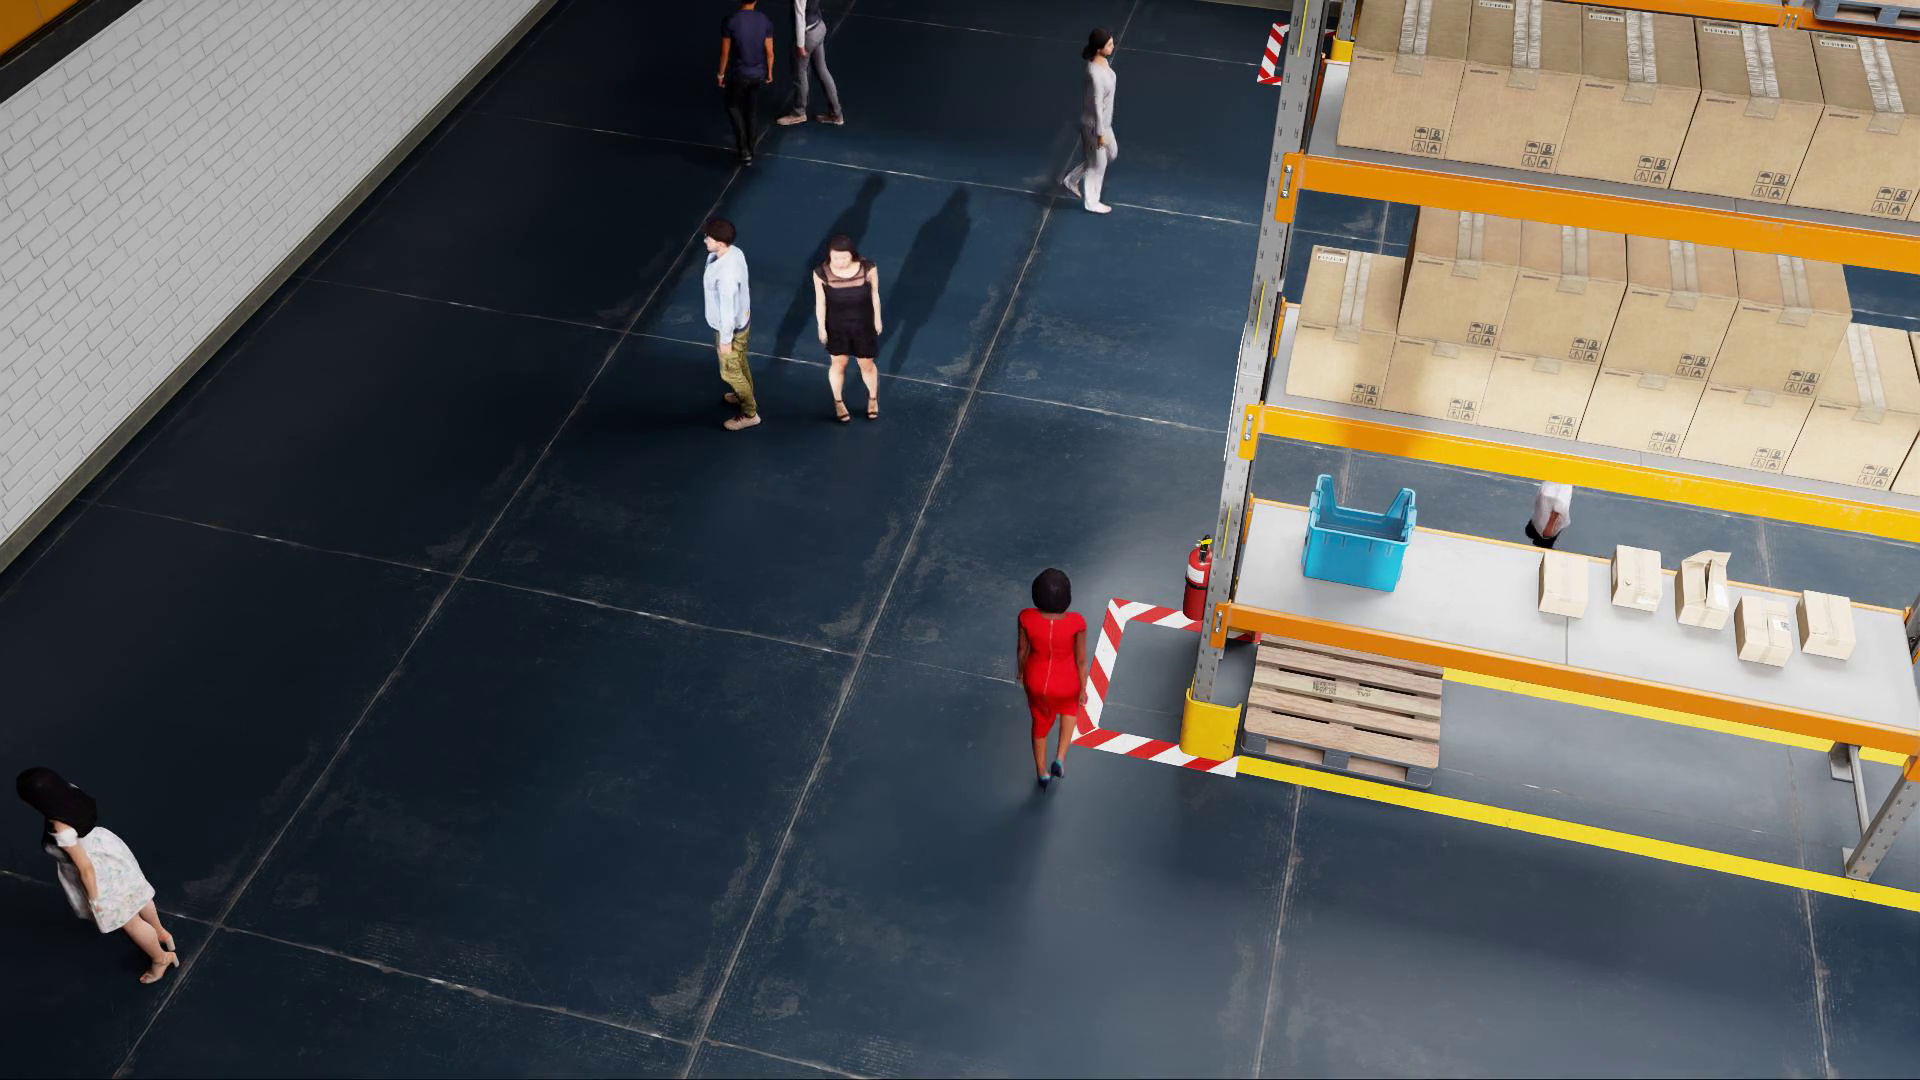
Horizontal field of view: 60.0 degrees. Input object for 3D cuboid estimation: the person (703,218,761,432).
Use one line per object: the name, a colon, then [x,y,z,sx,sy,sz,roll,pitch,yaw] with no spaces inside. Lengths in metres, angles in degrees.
person: [-1.714,-1.635,12.497,0.675,1.808,0.754,3,44,3]

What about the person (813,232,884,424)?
person: [-0.843,-1.627,12.561,0.657,1.708,0.792,-4,44,-5]

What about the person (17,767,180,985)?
person: [-4.621,1.793,8.924,0.810,1.773,0.773,-13,45,-14]

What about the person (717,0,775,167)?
person: [-1.918,-4.219,15.252,0.817,1.749,0.900,-22,48,-21]

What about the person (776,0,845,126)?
person: [-1.365,-4.785,15.715,0.916,1.931,0.748,16,46,16]

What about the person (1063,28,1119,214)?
person: [1.121,-3.681,14.680,0.685,1.761,0.592,9,44,10]

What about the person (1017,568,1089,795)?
person: [0.528,0.919,9.875,0.579,1.728,0.687,7,44,7]
